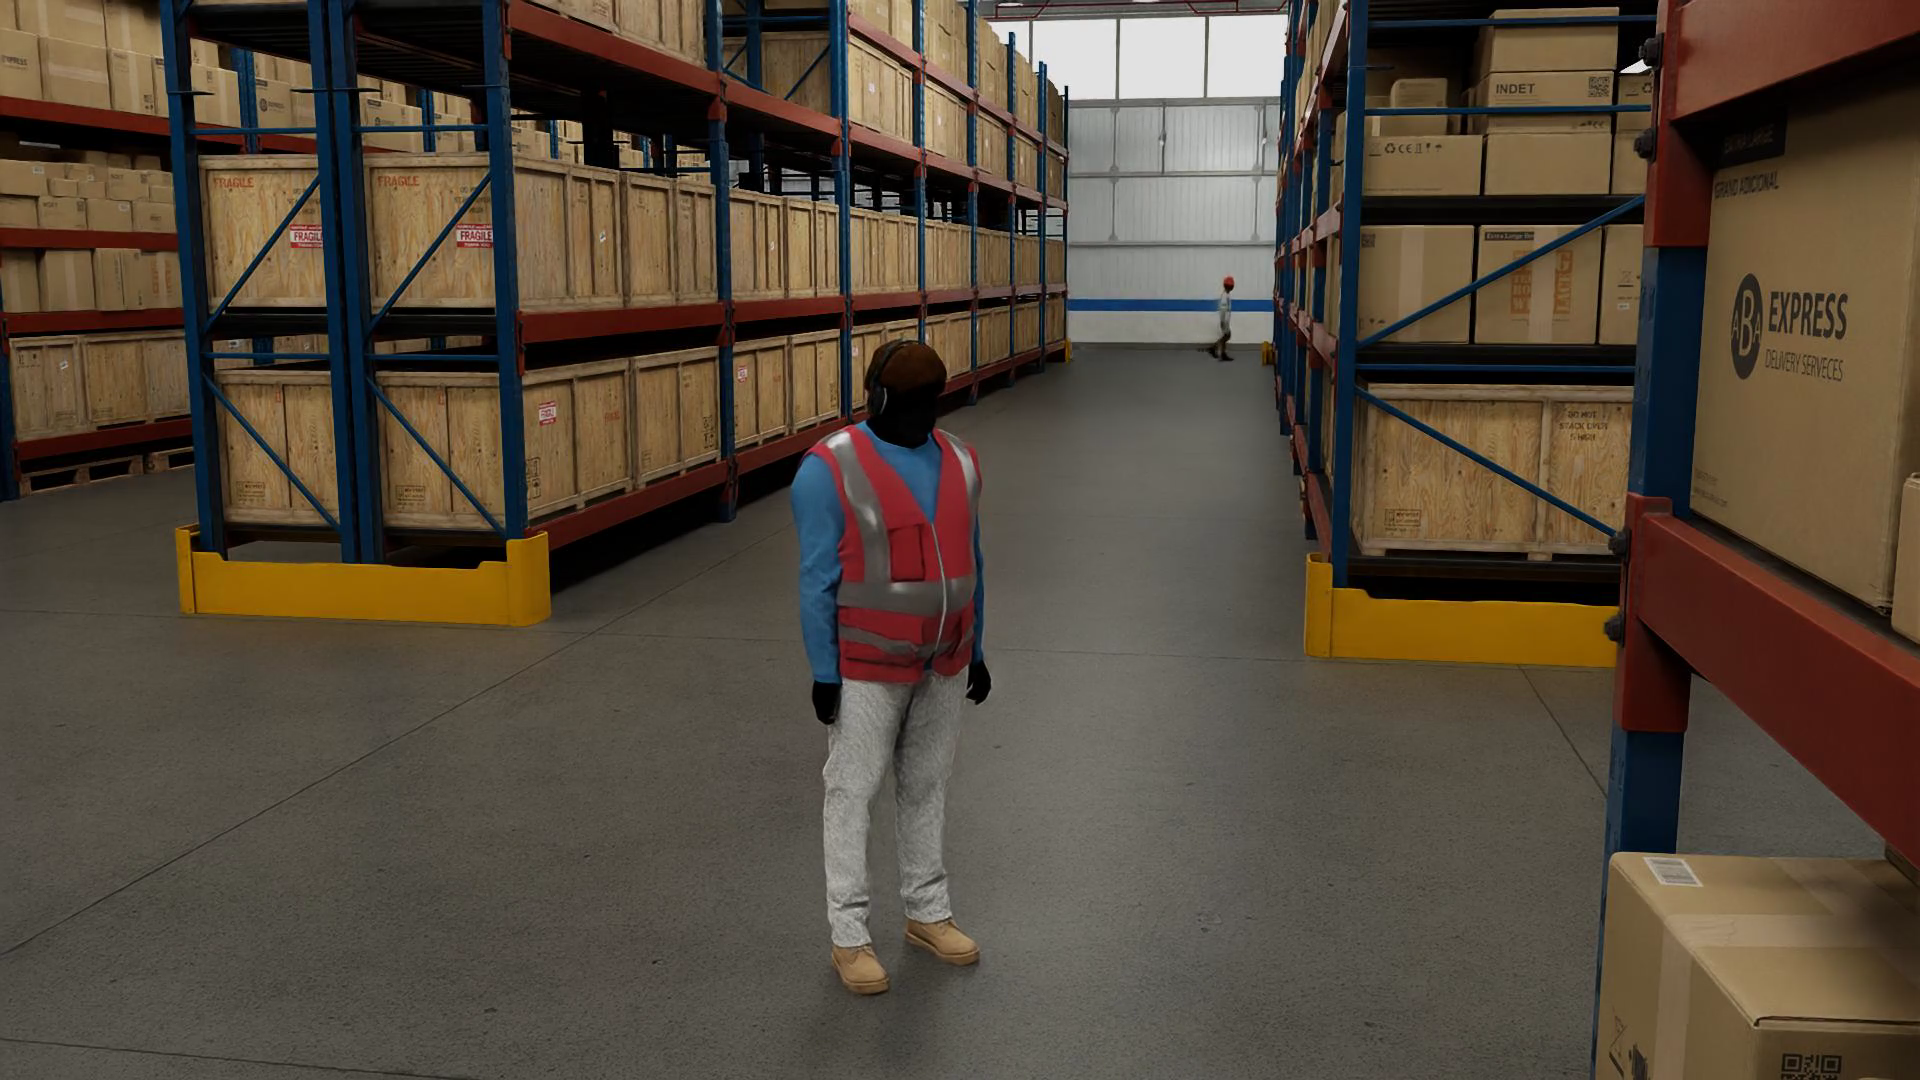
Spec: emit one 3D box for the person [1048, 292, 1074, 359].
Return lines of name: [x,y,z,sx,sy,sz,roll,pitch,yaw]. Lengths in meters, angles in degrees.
person: [2.169,-4.834,37.693,0.876,1.598,0.532,2,9,10]

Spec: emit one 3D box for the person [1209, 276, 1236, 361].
person: [6.007,-5.009,37.744,0.495,1.924,0.557,2,9,11]

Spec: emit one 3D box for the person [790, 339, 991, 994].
person: [-0.166,0.348,4.763,0.622,1.838,0.429,-7,11,-36]
